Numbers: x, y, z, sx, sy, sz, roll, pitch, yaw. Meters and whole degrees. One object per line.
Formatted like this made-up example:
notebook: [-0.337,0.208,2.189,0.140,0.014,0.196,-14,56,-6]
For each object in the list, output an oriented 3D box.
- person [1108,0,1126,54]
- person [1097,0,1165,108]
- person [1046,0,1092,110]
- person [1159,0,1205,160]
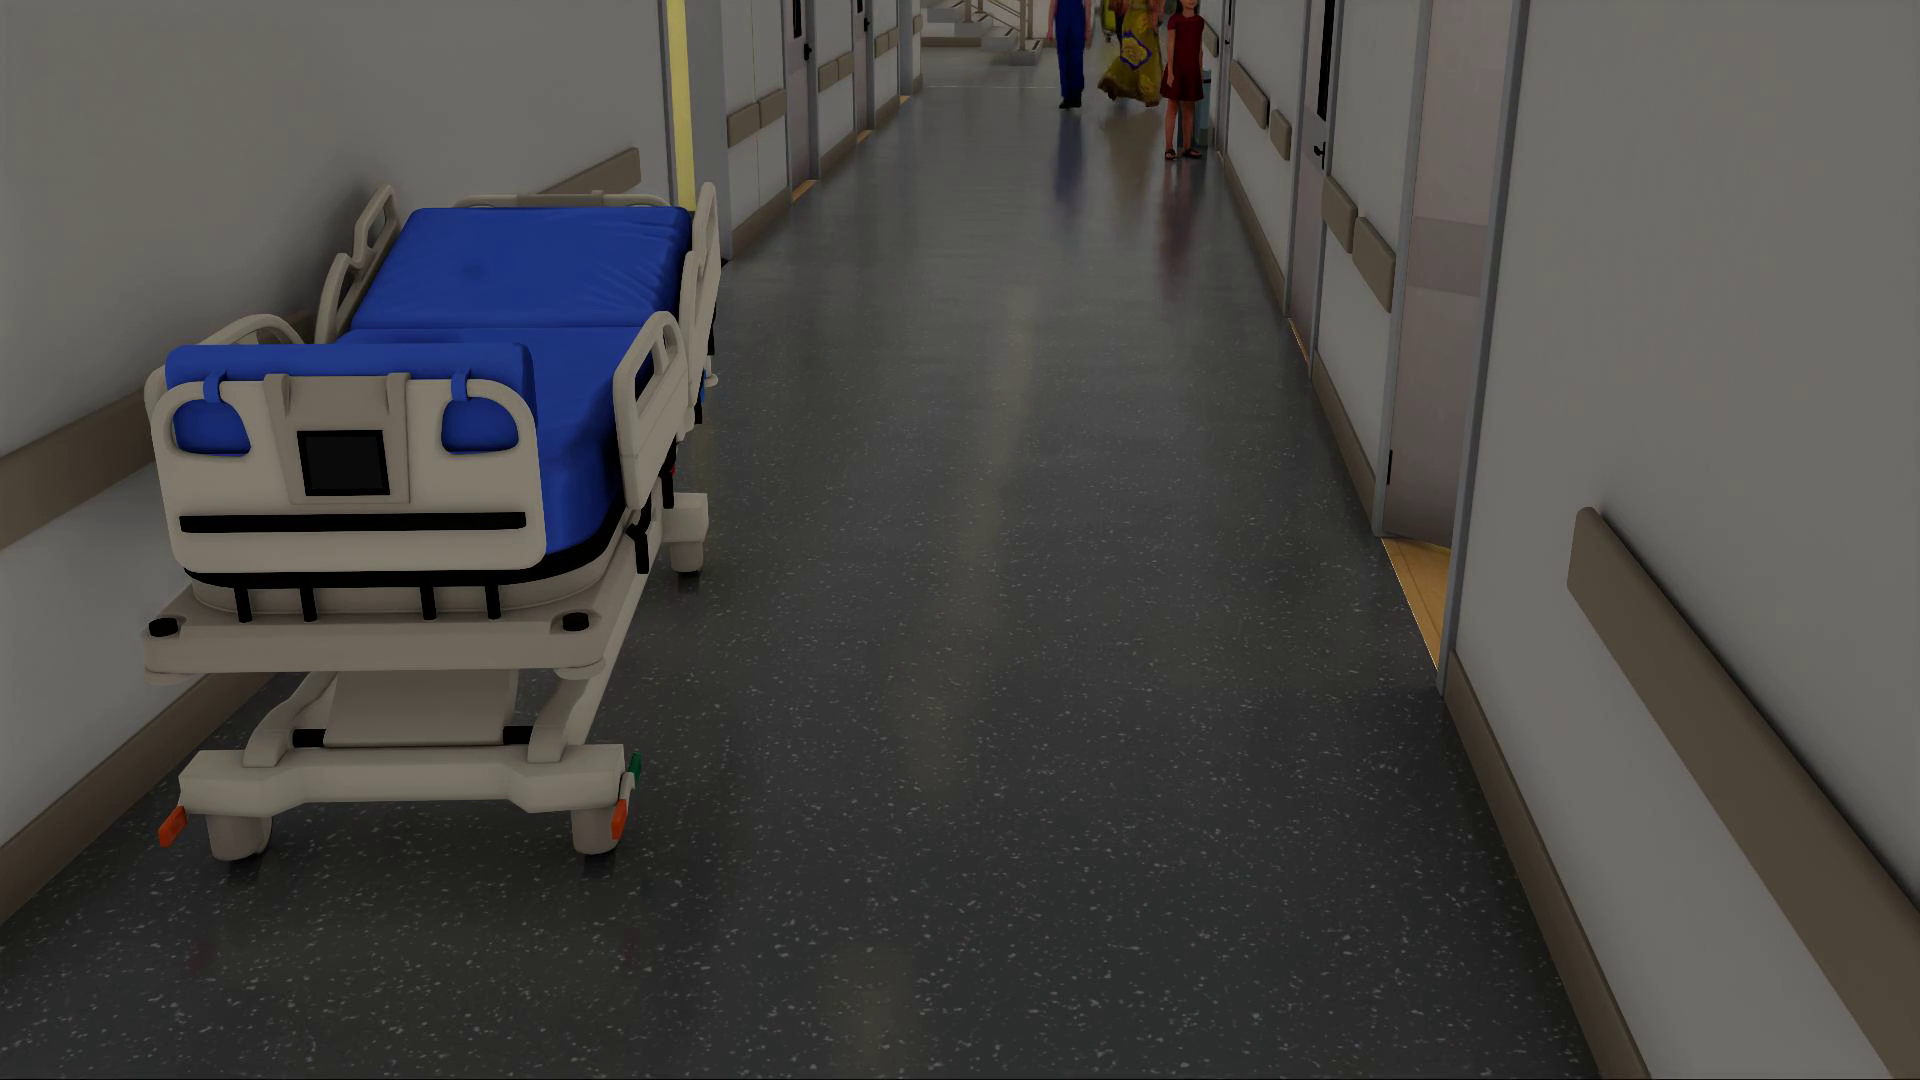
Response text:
person: [2.256,-7.370,22.910,0.630,1.807,0.680,2,21,4]
person: [1.986,-5.776,19.004,1.249,1.632,1.226,-18,27,-40]
person: [1.283,-5.851,18.925,0.679,1.830,0.768,7,22,18]
person: [2.044,-4.291,15.185,0.658,1.554,0.717,-9,22,-22]
